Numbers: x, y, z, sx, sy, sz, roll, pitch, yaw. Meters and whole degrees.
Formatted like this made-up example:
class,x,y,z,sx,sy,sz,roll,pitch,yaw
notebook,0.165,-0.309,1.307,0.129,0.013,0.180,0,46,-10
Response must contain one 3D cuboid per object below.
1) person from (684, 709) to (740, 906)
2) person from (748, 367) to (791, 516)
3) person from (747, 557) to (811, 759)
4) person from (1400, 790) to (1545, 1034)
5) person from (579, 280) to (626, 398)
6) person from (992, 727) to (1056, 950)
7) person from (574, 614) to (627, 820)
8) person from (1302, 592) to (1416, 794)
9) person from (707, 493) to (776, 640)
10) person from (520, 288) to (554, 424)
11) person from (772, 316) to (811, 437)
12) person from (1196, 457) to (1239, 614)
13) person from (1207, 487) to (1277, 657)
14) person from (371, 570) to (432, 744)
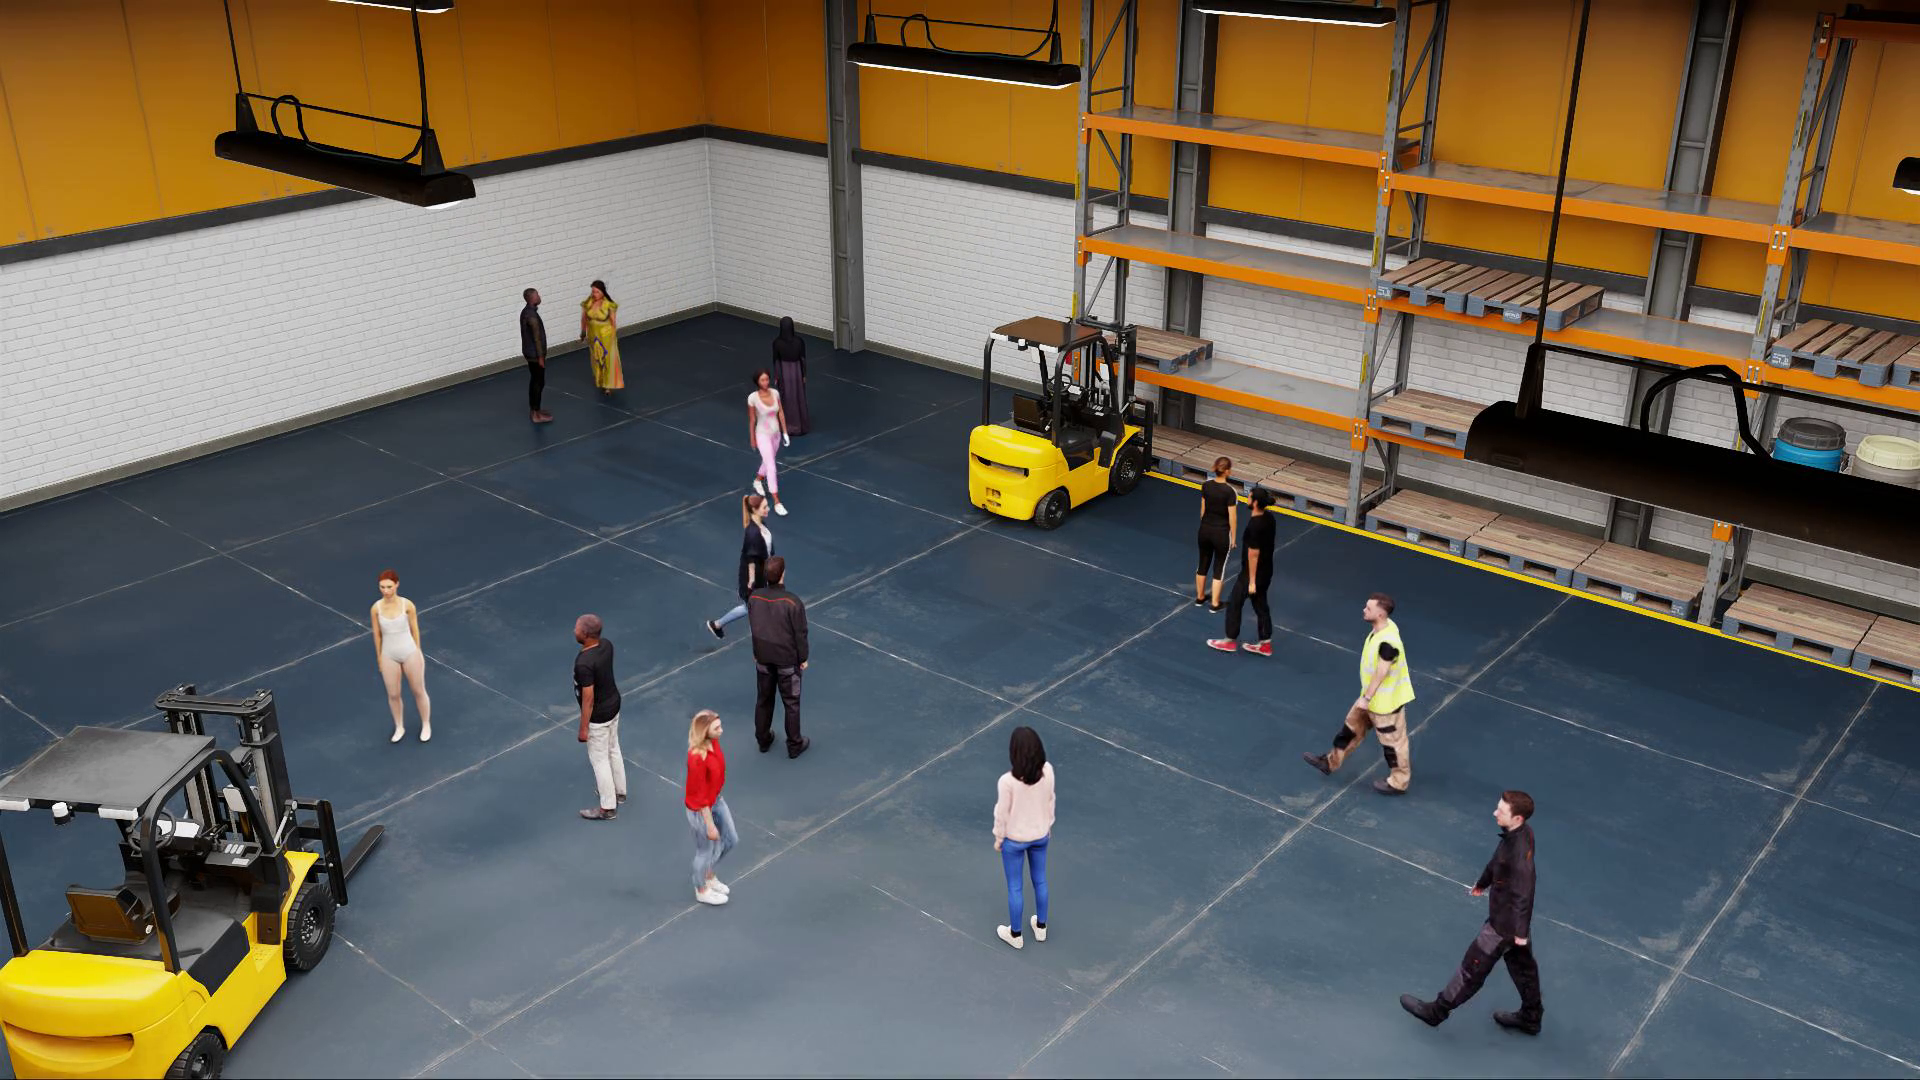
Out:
class,x,y,z,sx,sy,sz,roll,pitch,yaw
person,-1.957,1.986,12.335,0.739,1.689,0.735,4,24,9
person,-2.299,-1.209,19.627,0.732,1.703,1.194,-18,29,-35
person,-1.581,1.011,14.381,0.643,1.836,0.837,8,25,18
person,3.684,2.500,10.950,1.257,1.857,0.960,8,25,18
person,-5.072,-2.906,23.597,1.147,1.634,1.169,4,24,8
person,0.469,2.129,11.909,0.723,1.769,0.708,-10,25,-21
person,-2.923,1.414,13.498,0.760,1.805,0.753,5,24,11
person,3.566,1.300,13.769,1.230,1.798,1.096,1,24,3
person,-2.075,0.336,16.149,1.121,1.657,0.981,1,24,3
person,-5.730,-2.500,22.420,0.835,1.832,0.684,-10,25,-21
person,-2.247,-2.174,21.946,0.714,1.614,0.768,-3,24,-7
person,2.619,-0.069,17.061,0.467,1.668,0.646,21,31,39
person,2.924,0.339,16.041,0.900,1.740,0.733,13,27,27
person,-4.911,1.012,14.623,0.605,1.642,0.648,-4,24,-10
